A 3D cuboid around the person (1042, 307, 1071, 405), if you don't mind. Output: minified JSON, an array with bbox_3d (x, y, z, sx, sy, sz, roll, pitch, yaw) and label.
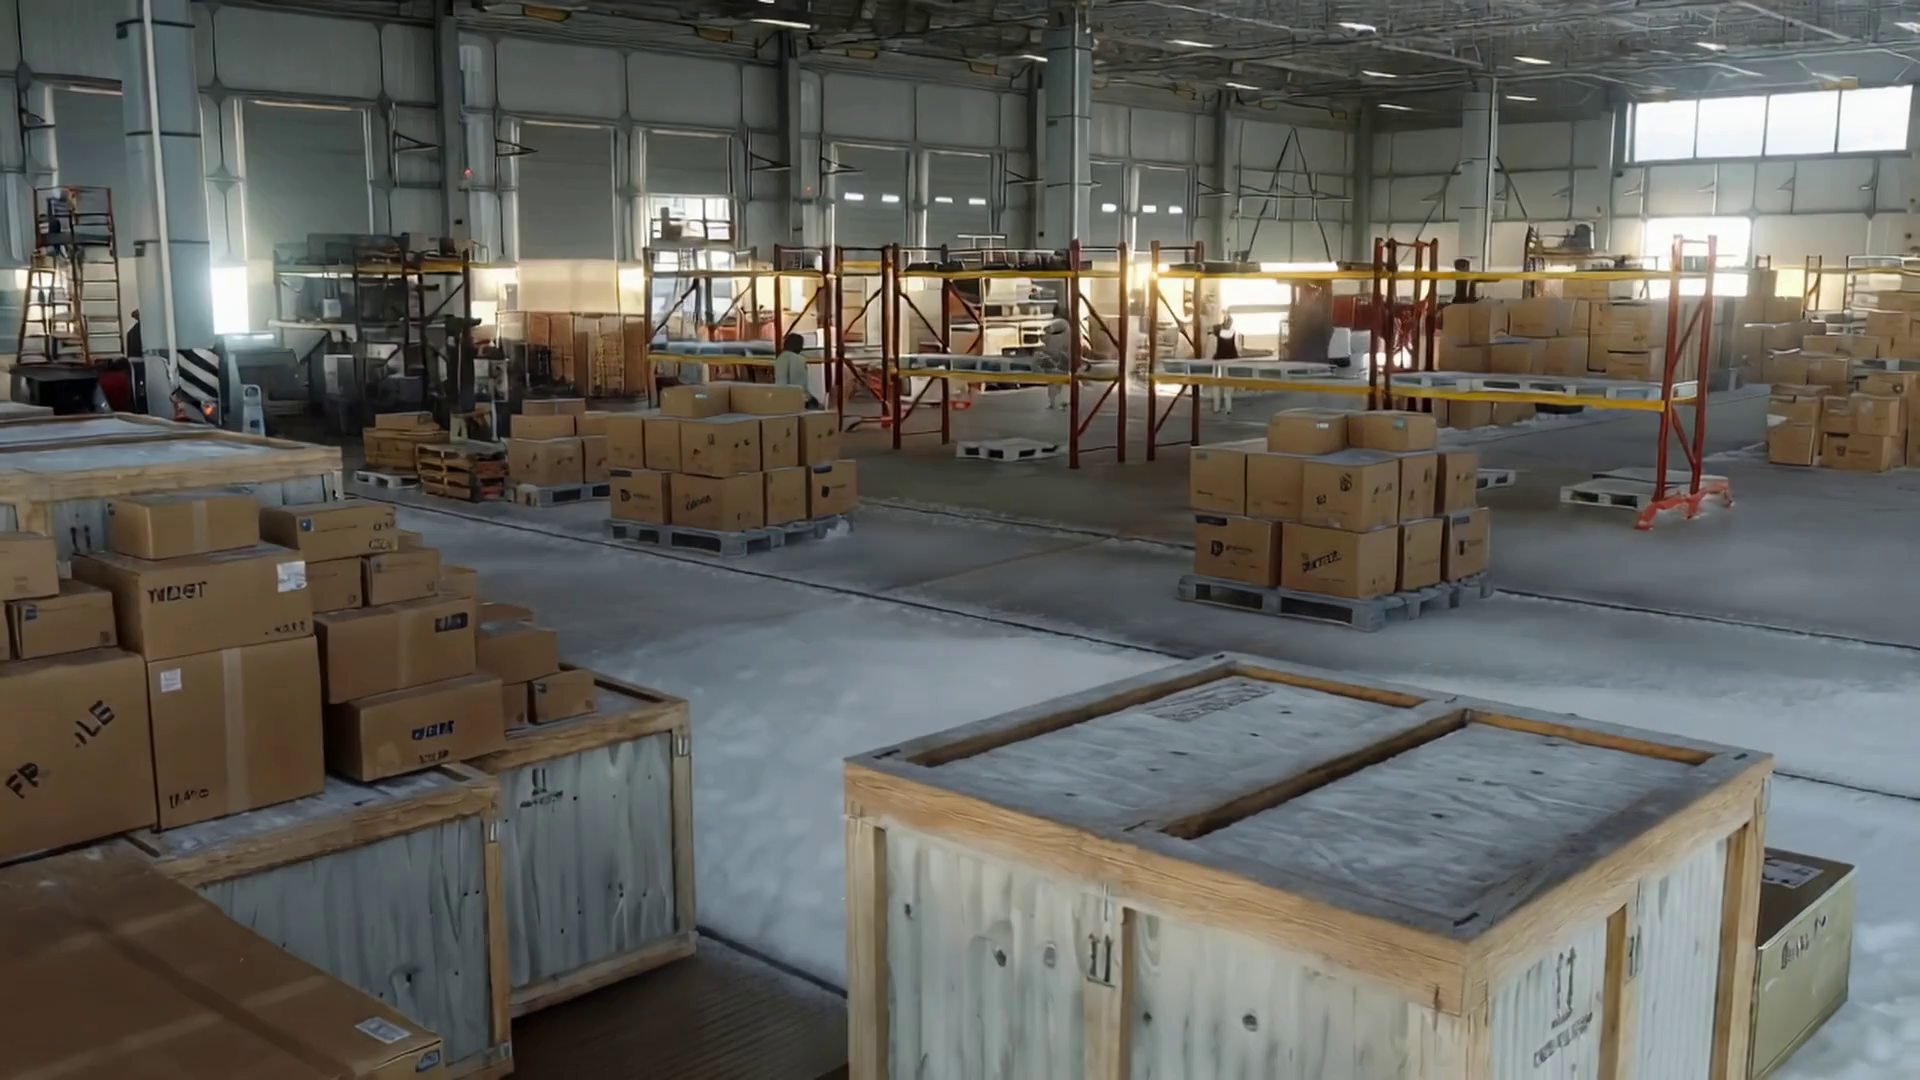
[{"bbox_3d":[1.945,-3.594,32.617,0.665,1.901,0.568,1,9,6],"label":"person"}]

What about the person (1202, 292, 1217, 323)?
[{"bbox_3d":[7.924,-6.930,52.937,0.491,1.922,0.544,-3,10,-20],"label":"person"}]

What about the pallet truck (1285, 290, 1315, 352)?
[{"bbox_3d":[11.297,-6.951,52.861,1.885,1.965,0.823,-5,11,-29],"label":"pallet truck"}]

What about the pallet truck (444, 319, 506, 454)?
[{"bbox_3d":[-6.981,-1.942,22.150,1.885,1.965,0.823,1,9,9],"label":"pallet truck"}]

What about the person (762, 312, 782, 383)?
[{"bbox_3d":[-3.607,-3.610,32.917,0.607,1.831,1.029,0,9,1],"label":"person"}]

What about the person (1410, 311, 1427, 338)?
[{"bbox_3d":[12.969,-5.798,46.937,0.534,1.611,0.570,6,11,31],"label":"person"}]

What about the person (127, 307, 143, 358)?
[{"bbox_3d":[-14.098,-3.002,28.659,0.613,1.994,0.382,8,12,41],"label":"person"}]

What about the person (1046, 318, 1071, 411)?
[{"bbox_3d":[1.842,-3.277,31.143,0.485,1.737,0.328,1,9,7],"label":"person"}]

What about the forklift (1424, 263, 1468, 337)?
[{"bbox_3d":[14.006,-6.379,46.656,1.873,2.768,1.129,3,10,15],"label":"forklift"}]

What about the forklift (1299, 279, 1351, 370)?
[{"bbox_3d":[9.407,-5.936,43.940,1.873,2.768,1.129,-8,12,-39],"label":"forklift"}]

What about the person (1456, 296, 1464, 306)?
[{"bbox_3d":[13.246,-5.509,44.209,0.628,1.936,0.375,5,11,30],"label":"person"}]

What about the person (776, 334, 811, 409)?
[{"bbox_3d":[-2.173,-1.741,21.507,0.605,1.832,0.672,-5,11,-30],"label":"person"}]

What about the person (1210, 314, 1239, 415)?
[{"bbox_3d":[4.815,-3.200,30.327,0.515,1.844,0.333,1,9,5],"label":"person"}]
